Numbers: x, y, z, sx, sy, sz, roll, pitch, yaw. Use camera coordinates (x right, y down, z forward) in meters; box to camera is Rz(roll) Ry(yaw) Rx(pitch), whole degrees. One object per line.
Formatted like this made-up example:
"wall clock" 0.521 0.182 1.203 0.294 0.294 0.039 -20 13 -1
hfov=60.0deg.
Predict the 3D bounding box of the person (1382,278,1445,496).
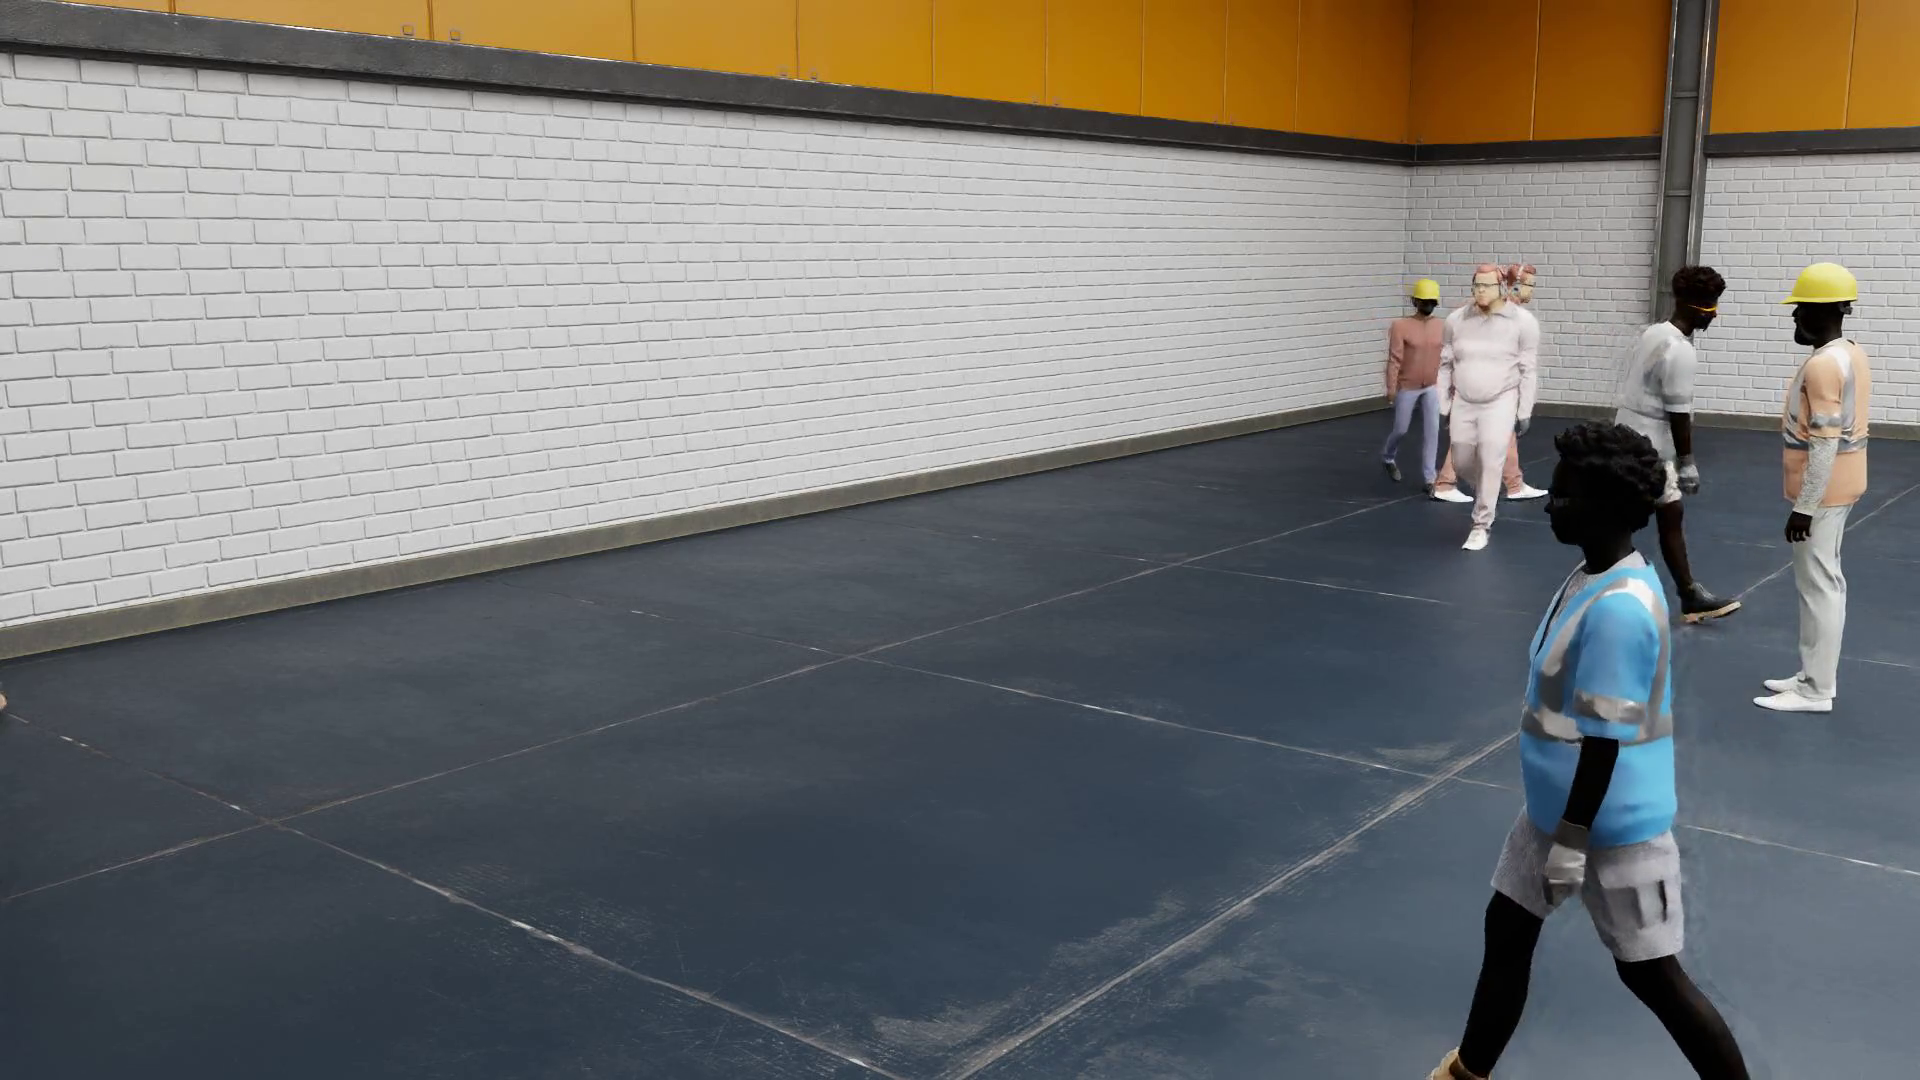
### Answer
"person" 3.675 -1.256 13.465 0.553 1.736 0.775 -1 10 -7

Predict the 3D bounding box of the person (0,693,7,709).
"person" -4.158 -0.064 6.664 0.518 1.822 0.666 -8 13 -38

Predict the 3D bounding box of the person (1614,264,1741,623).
"person" 3.645 -0.475 8.673 0.856 1.901 0.663 3 11 17

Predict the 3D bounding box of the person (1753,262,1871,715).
"person" 3.660 -0.214 7.133 0.388 1.926 0.590 7 13 36

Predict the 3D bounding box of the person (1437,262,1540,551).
"person" 3.510 -0.899 11.070 0.648 1.884 0.757 8 13 37

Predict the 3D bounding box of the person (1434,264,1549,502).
"person" 4.123 -1.176 12.706 0.951 1.837 0.658 1 10 8

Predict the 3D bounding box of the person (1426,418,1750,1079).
"person" 1.388 0.569 3.551 0.857 1.657 0.541 2 11 13
